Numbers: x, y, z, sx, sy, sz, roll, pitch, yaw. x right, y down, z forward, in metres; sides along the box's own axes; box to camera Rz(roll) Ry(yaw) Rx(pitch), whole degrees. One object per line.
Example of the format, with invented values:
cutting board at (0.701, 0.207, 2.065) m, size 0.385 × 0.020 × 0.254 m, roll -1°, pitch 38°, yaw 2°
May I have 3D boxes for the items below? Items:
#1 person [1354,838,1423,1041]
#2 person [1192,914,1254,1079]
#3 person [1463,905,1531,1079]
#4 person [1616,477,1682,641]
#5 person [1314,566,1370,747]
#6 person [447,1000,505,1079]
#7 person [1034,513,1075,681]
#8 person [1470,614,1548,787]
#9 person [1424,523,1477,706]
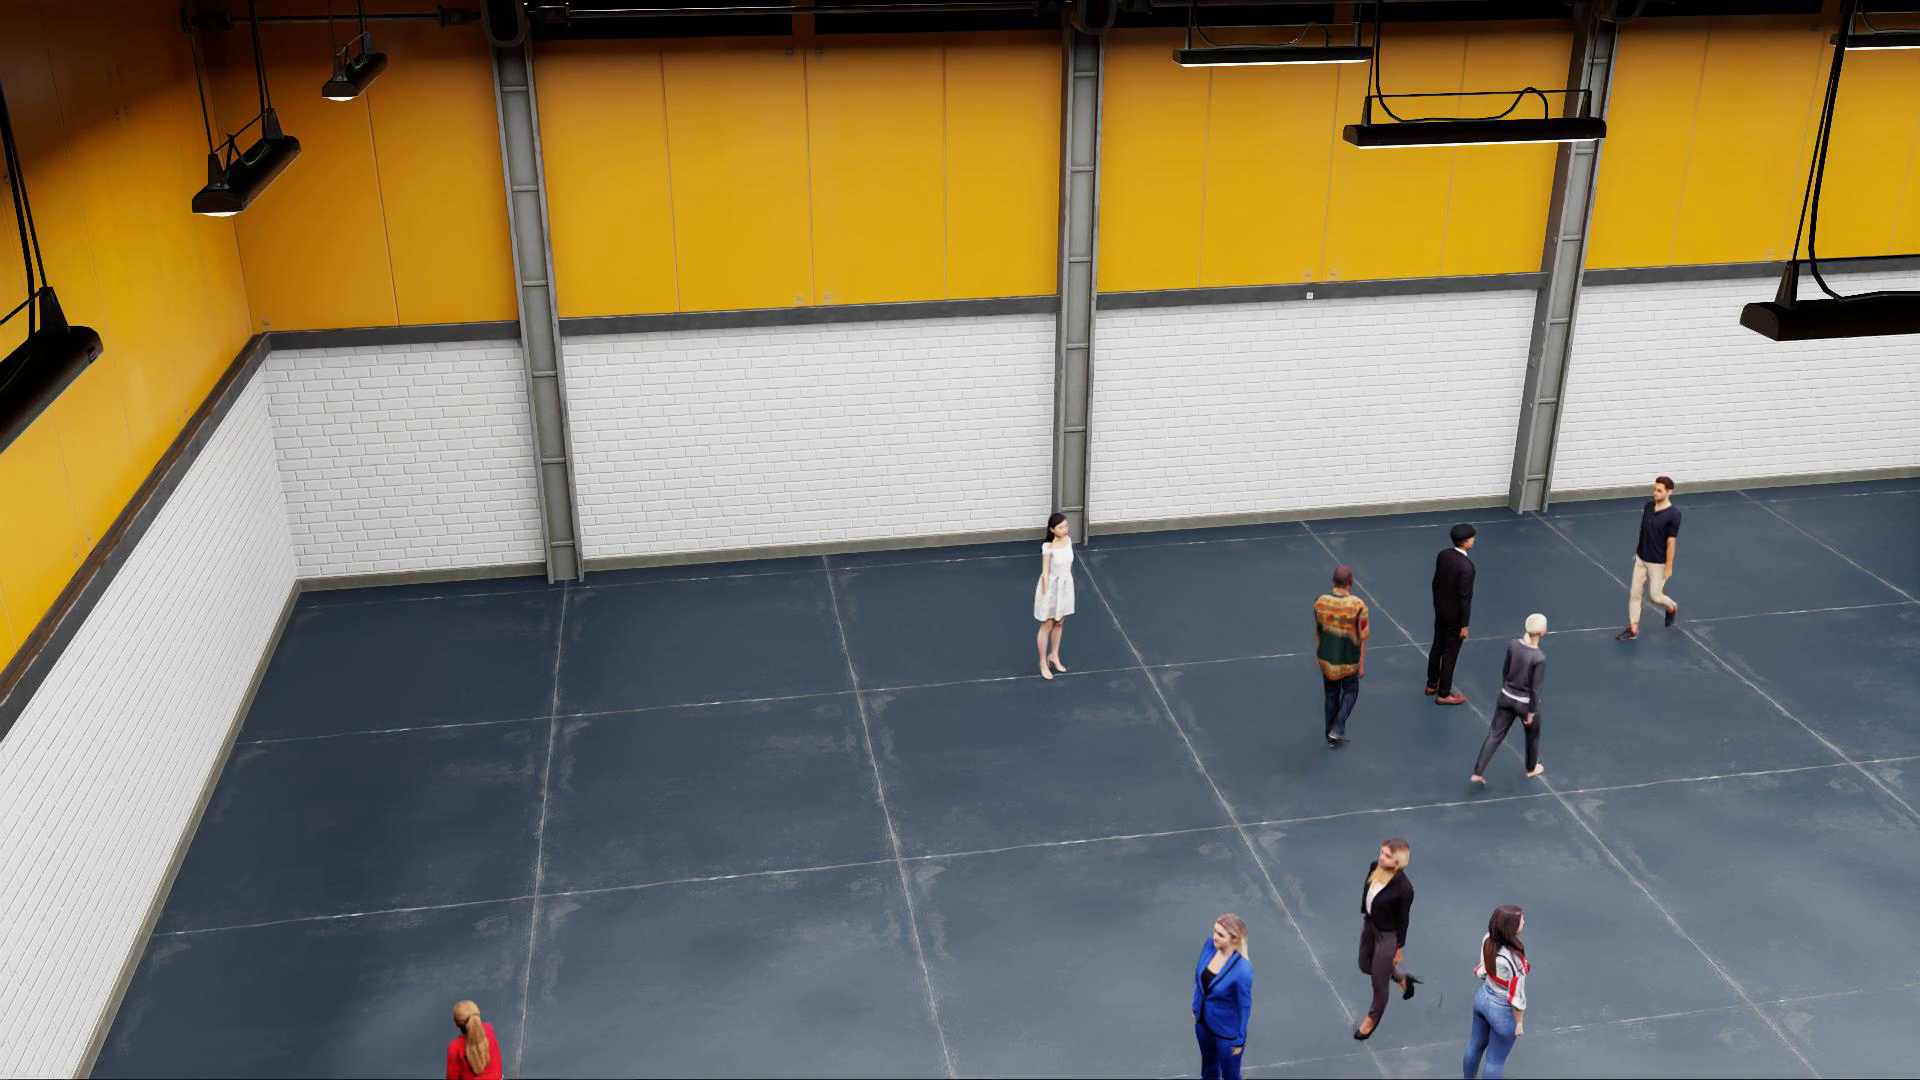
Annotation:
person at (3.076, 2.810, 11.808) m, size 0.888 × 1.657 × 0.714 m, roll -10°, pitch 26°, yaw -22°
person at (1.731, 3.173, 10.924) m, size 0.670 × 1.700 × 0.695 m, roll -14°, pitch 27°, yaw -29°
person at (3.593, 3.126, 11.139) m, size 0.563 × 1.614 × 0.620 m, roll -8°, pitch 25°, yaw -18°
person at (7.370, 0.202, 17.550) m, size 1.066 × 1.837 × 0.851 m, roll -12°, pitch 26°, yaw -25°
person at (3.491, 1.135, 15.479) m, size 0.819 × 1.786 × 0.890 m, roll 16°, pitch 28°, yaw 33°
person at (-3.060, 3.514, 10.672) m, size 0.658 × 1.277 × 0.590 m, roll 19°, pitch 30°, yaw 37°
person at (0.966, 0.551, 16.831) m, size 0.753 × 1.774 × 0.835 m, roll -21°, pitch 31°, yaw -39°
person at (4.936, 1.452, 14.862) m, size 1.173 × 1.700 × 0.950 m, roll -18°, pitch 29°, yaw -35°
person at (4.814, 0.708, 16.336) m, size 0.573 × 1.883 × 0.710 m, roll -6°, pitch 24°, yaw -15°
